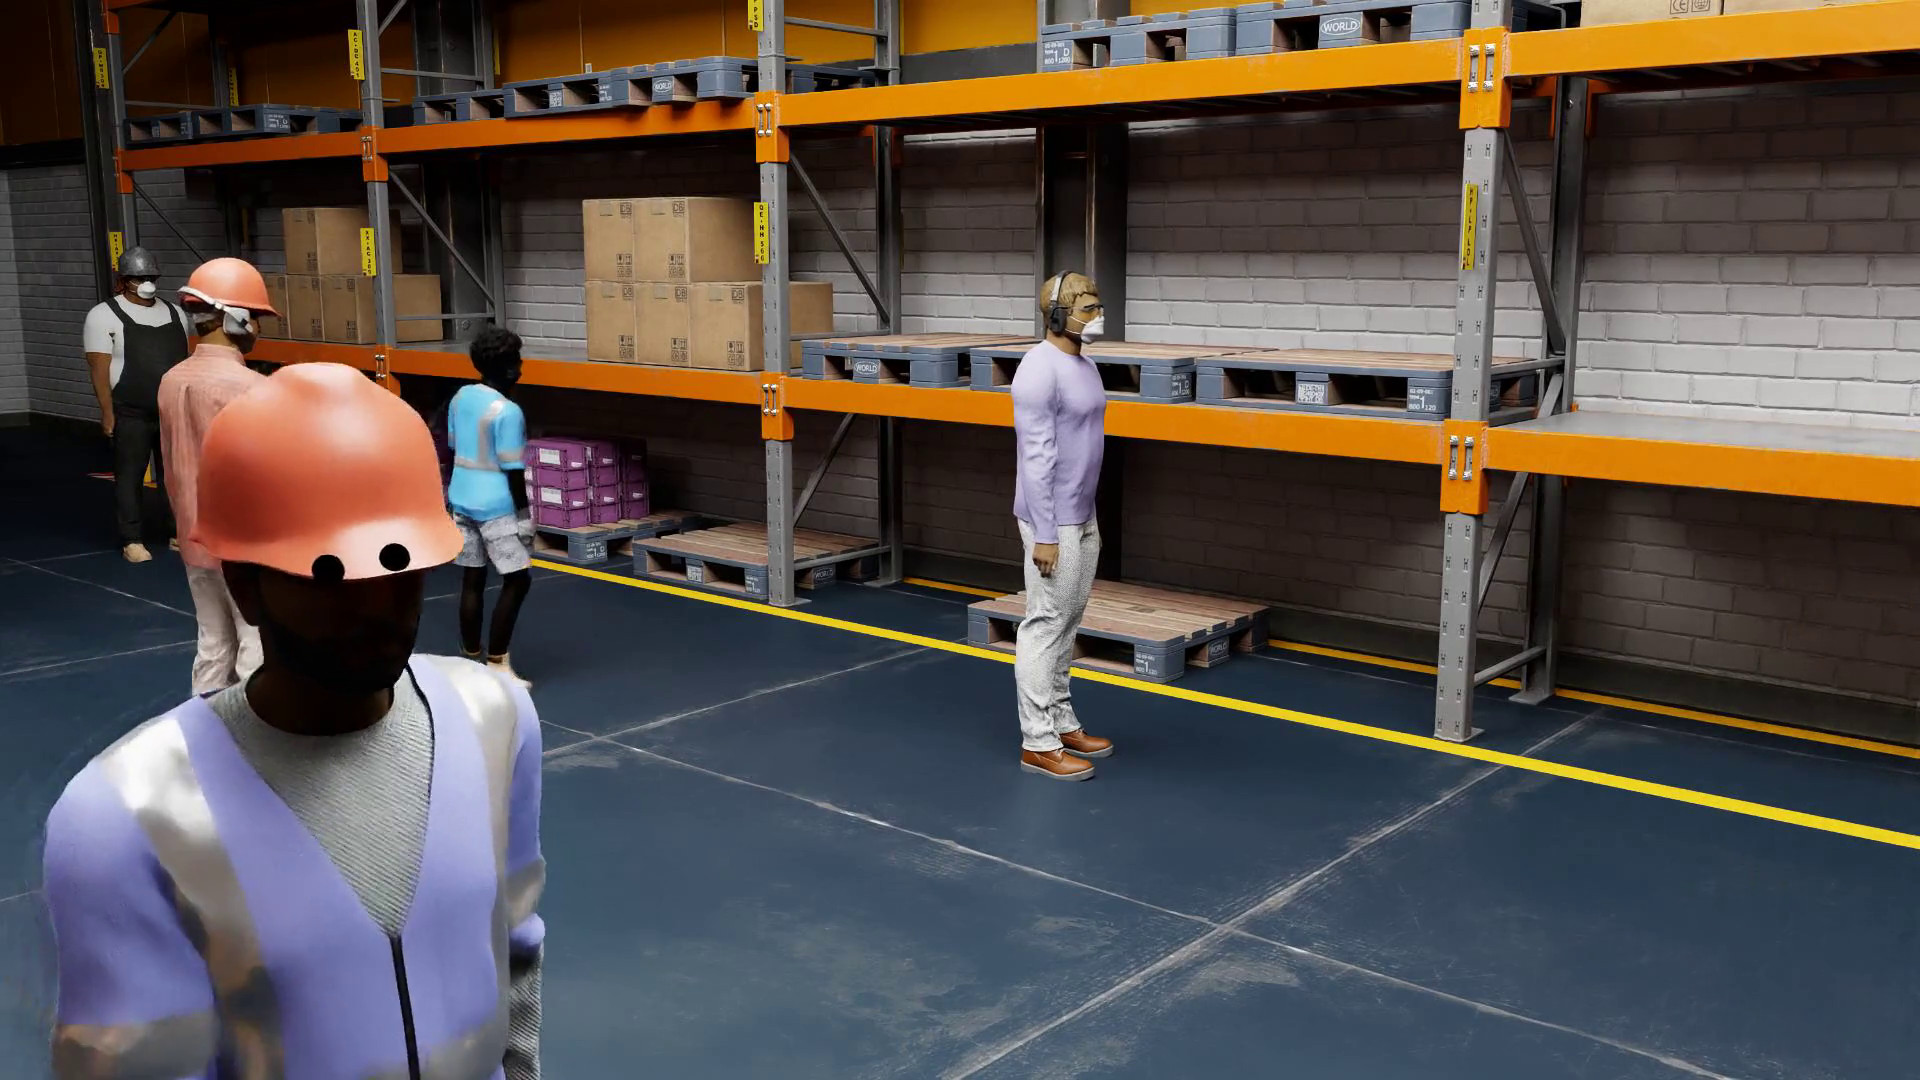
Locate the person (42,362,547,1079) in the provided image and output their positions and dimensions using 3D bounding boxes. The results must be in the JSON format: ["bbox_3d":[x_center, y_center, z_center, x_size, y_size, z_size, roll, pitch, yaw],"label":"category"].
[{"bbox_3d":[-0.597,0.775,1.751,0.846,1.900,0.568,9,13,42],"label":"person"}]

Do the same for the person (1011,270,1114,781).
[{"bbox_3d":[0.401,-0.062,6.424,0.372,1.940,0.630,4,11,20],"label":"person"}]

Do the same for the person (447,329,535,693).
[{"bbox_3d":[-2.158,-0.131,7.617,0.632,1.664,0.312,10,14,43],"label":"person"}]

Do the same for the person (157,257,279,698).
[{"bbox_3d":[-2.474,0.035,5.729,0.608,1.990,0.385,7,12,33],"label":"person"}]

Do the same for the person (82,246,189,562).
[{"bbox_3d":[-5.258,-0.888,10.837,0.539,2.000,0.688,6,12,32],"label":"person"}]
